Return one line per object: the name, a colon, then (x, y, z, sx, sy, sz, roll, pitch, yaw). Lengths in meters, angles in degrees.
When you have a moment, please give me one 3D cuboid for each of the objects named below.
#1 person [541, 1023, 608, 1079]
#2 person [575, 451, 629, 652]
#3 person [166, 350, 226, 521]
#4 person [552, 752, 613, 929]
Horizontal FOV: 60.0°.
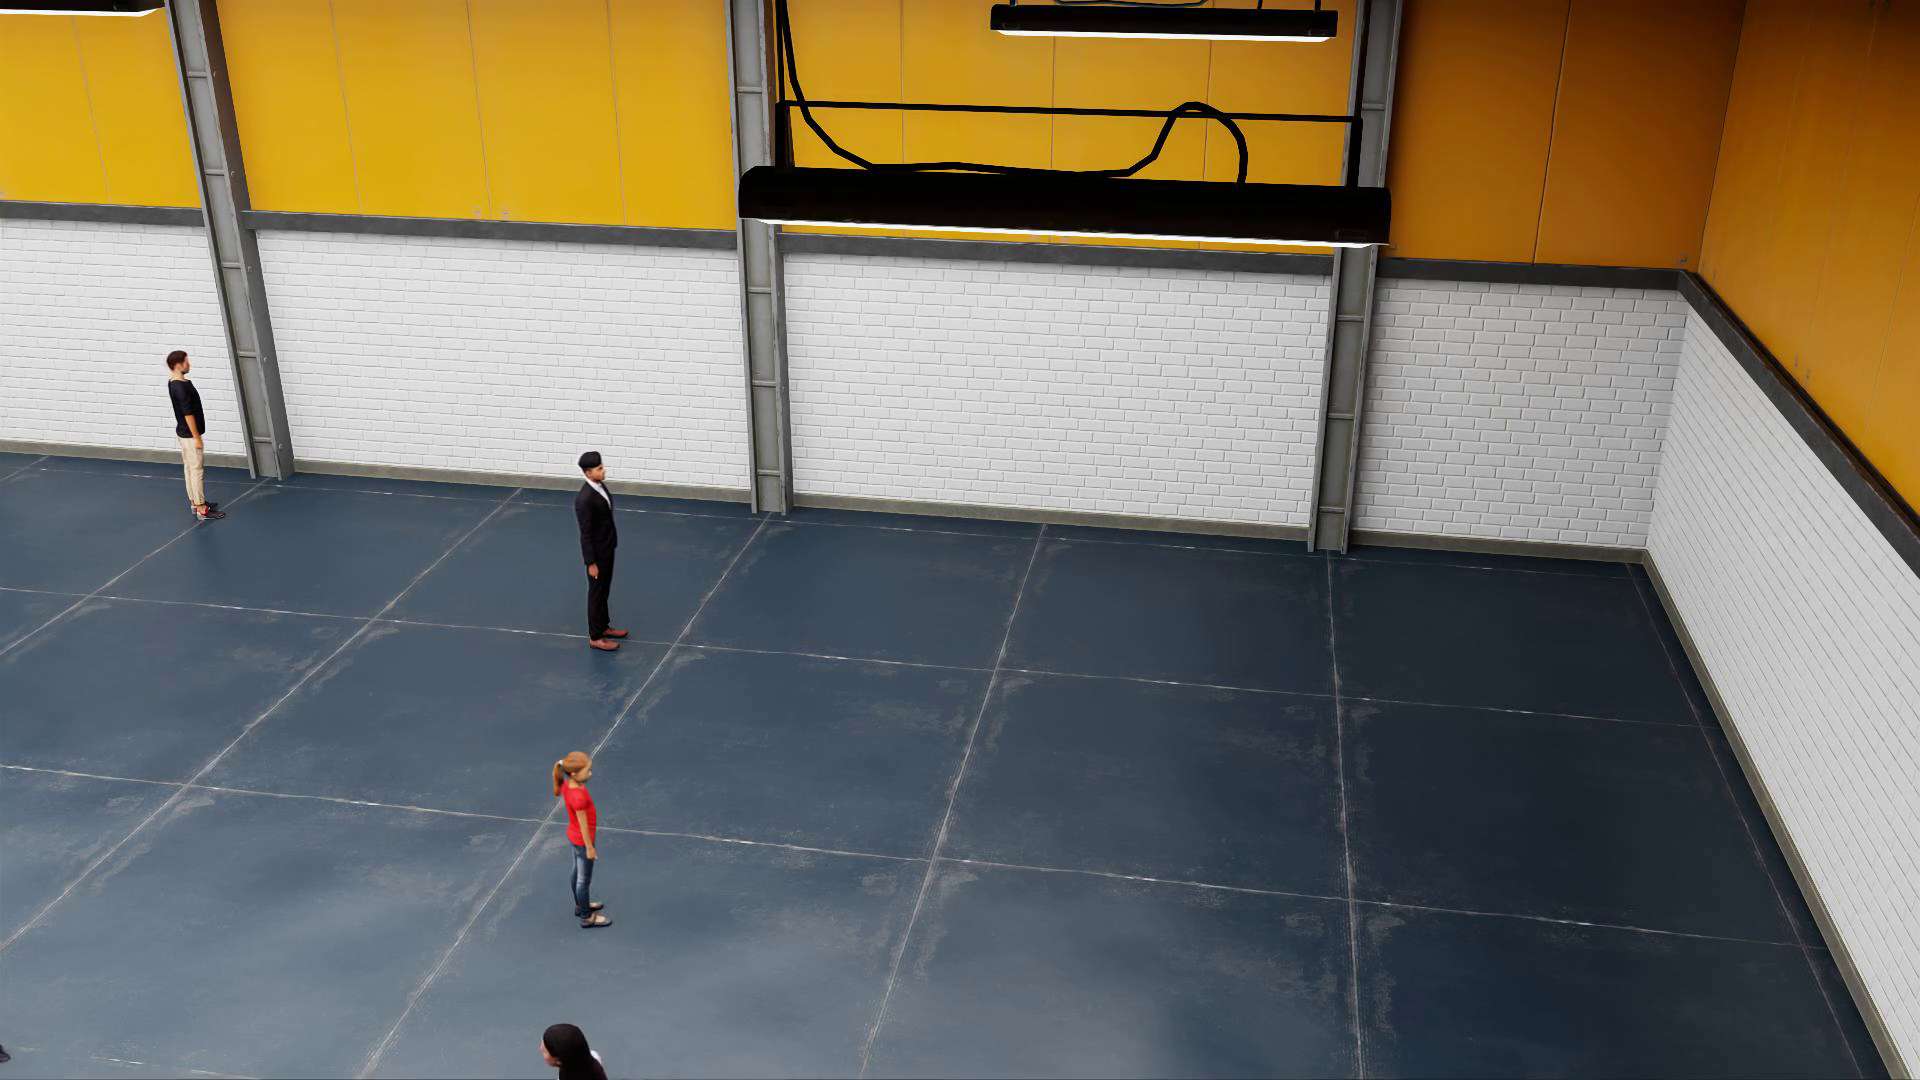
person: (-1.774, 3.119, 8.186, 0.848, 1.797, 0.666, 6, 24, 14)
person: (-3.282, 0.074, 15.048, 0.575, 1.882, 0.723, 2, 24, 4)
person: (-8.272, -1.135, 17.849, 0.758, 1.852, 0.698, -16, 28, -32)
person: (-2.583, 2.024, 11.303, 0.617, 1.308, 0.574, -9, 25, -20)
